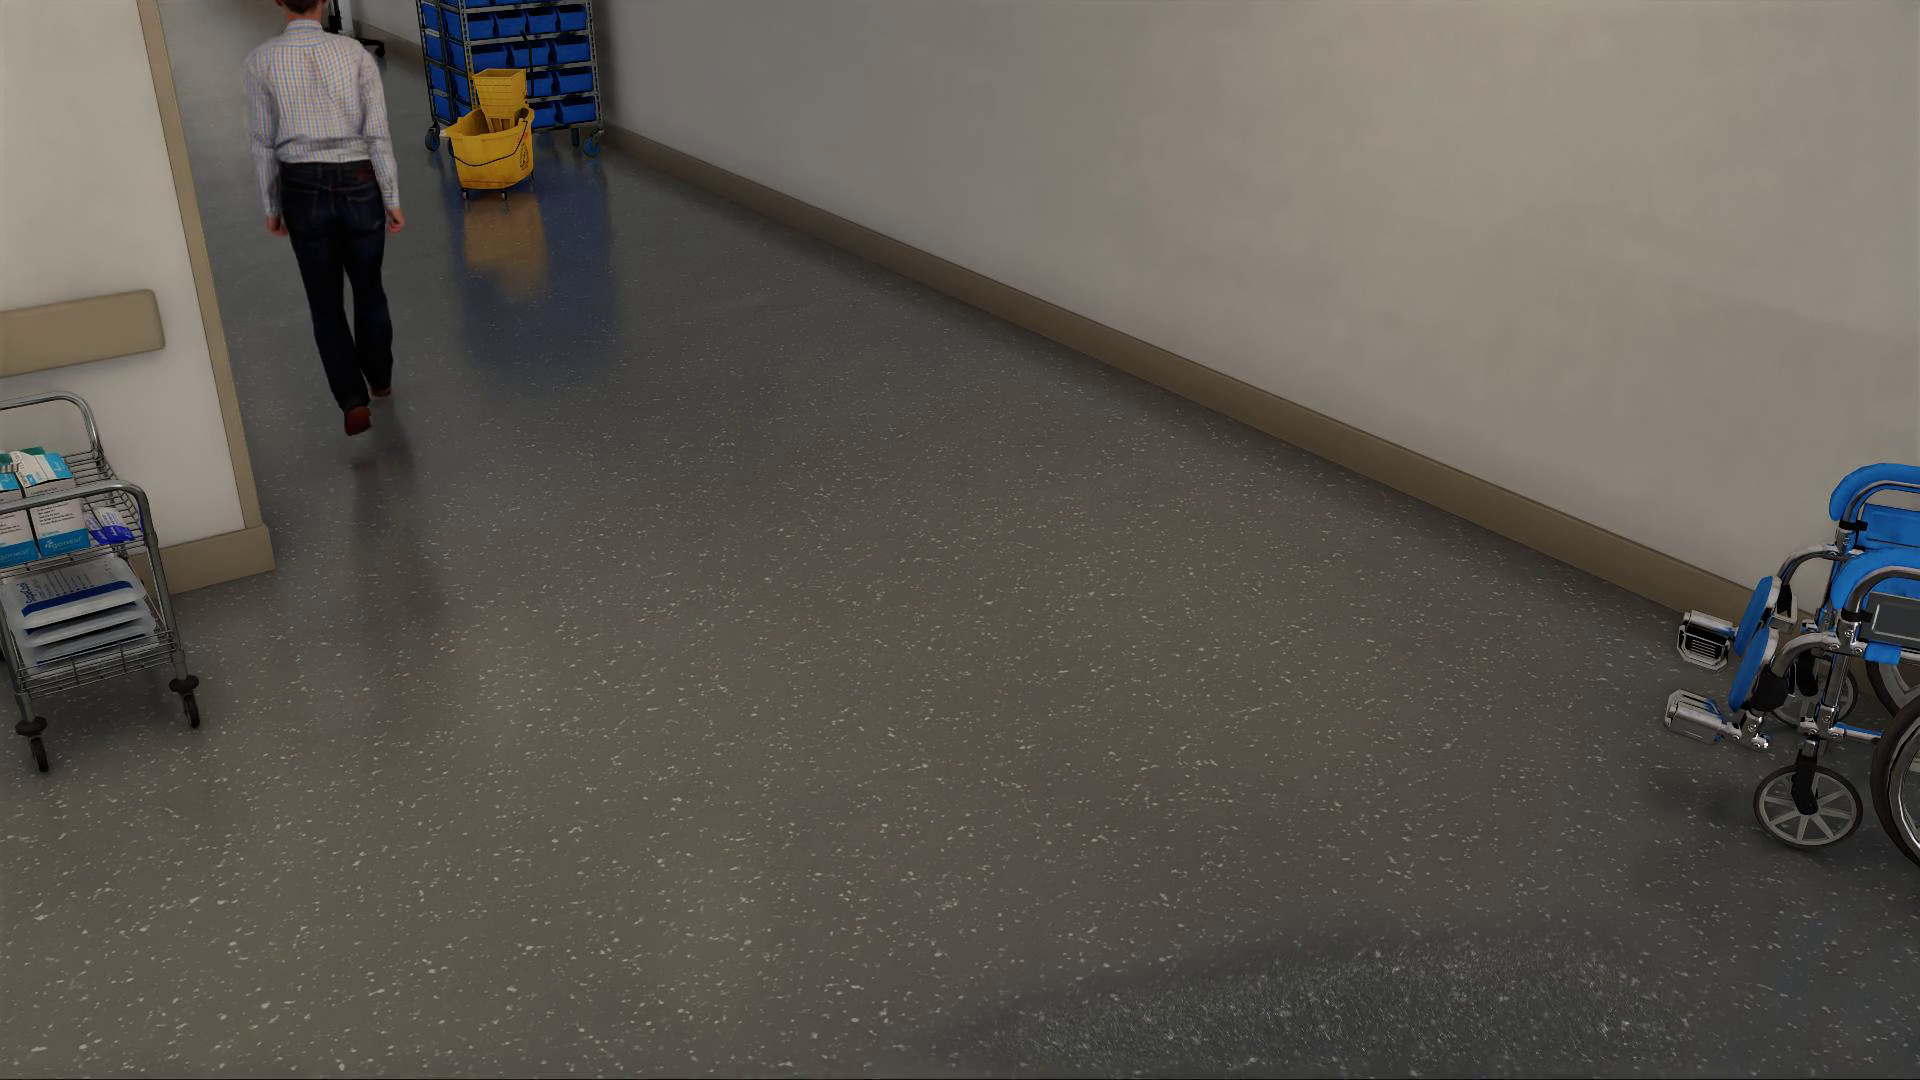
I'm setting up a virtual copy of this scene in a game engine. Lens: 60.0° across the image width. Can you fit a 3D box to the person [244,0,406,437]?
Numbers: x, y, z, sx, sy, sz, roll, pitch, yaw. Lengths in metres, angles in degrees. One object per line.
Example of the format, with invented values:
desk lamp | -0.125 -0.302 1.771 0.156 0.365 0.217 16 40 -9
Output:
person | -2.379 -1.264 6.303 1.195 1.784 0.910 -10 28 -20
